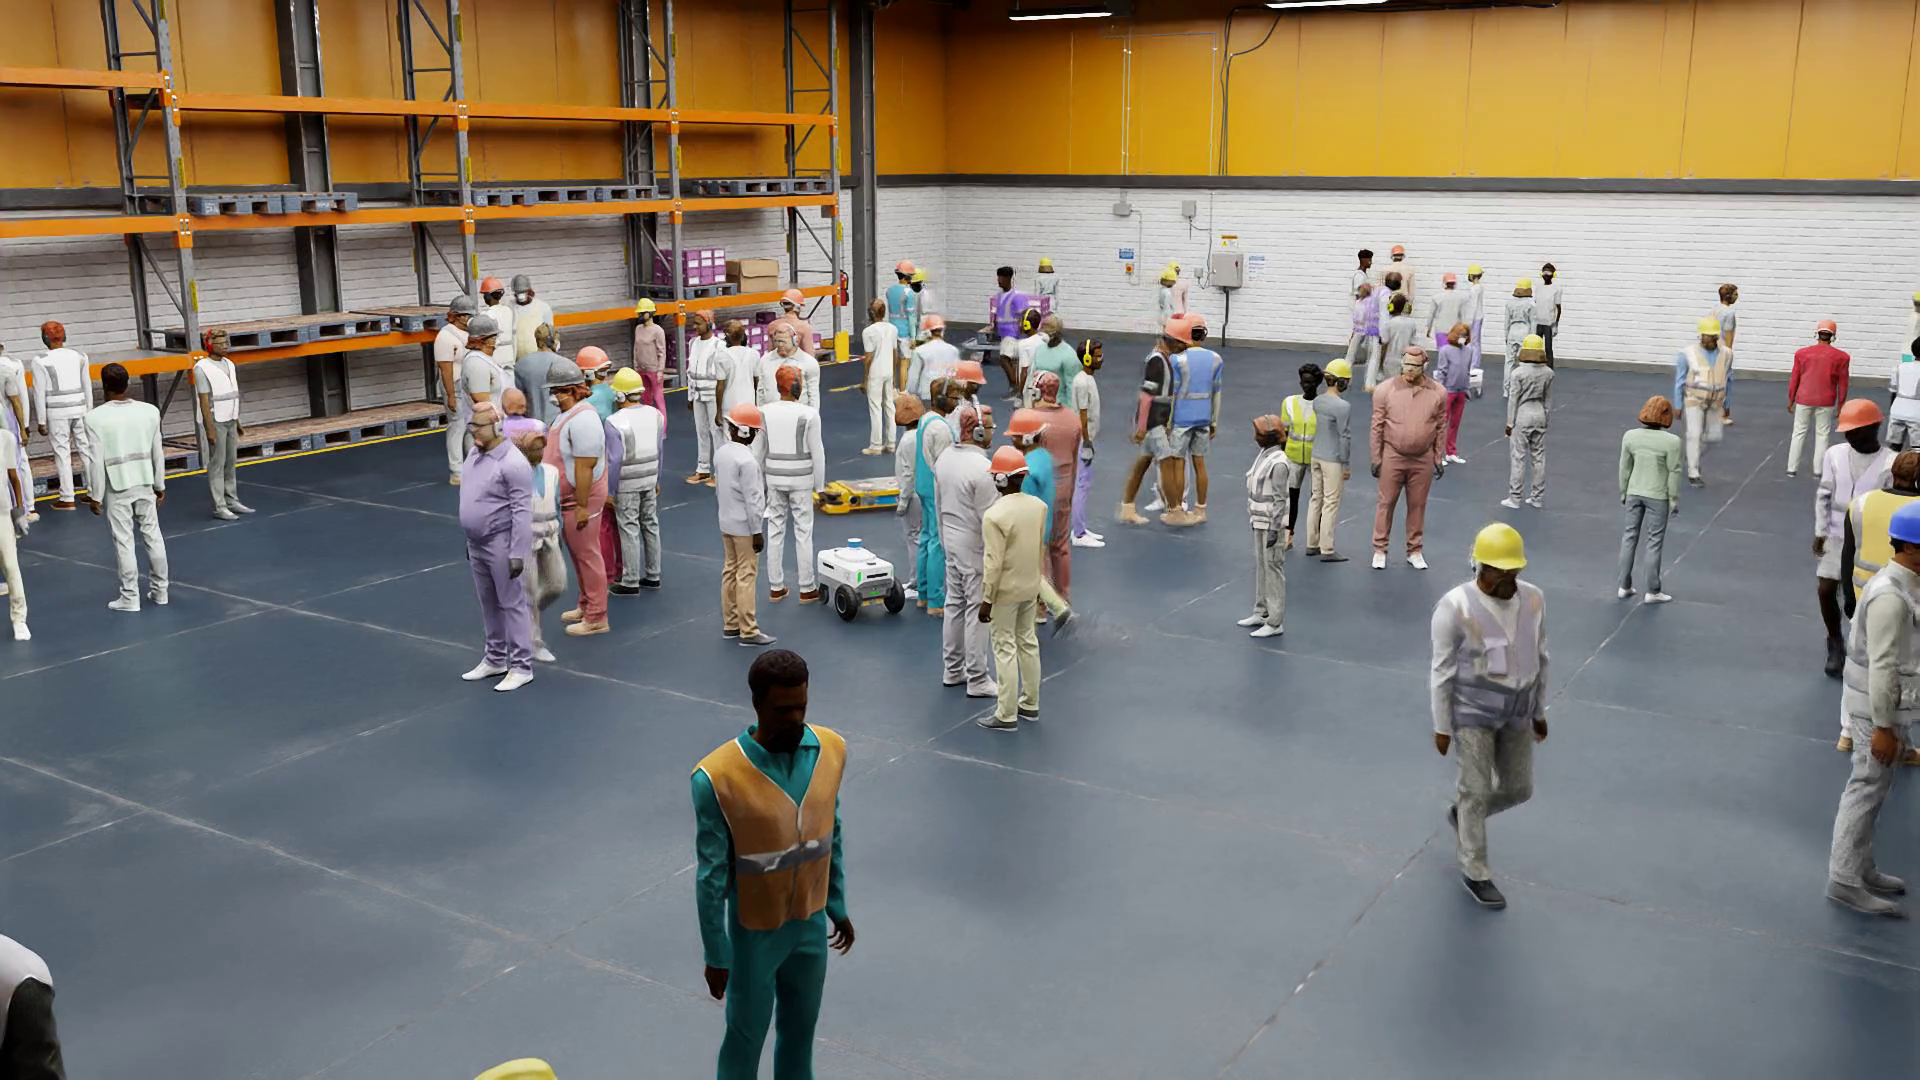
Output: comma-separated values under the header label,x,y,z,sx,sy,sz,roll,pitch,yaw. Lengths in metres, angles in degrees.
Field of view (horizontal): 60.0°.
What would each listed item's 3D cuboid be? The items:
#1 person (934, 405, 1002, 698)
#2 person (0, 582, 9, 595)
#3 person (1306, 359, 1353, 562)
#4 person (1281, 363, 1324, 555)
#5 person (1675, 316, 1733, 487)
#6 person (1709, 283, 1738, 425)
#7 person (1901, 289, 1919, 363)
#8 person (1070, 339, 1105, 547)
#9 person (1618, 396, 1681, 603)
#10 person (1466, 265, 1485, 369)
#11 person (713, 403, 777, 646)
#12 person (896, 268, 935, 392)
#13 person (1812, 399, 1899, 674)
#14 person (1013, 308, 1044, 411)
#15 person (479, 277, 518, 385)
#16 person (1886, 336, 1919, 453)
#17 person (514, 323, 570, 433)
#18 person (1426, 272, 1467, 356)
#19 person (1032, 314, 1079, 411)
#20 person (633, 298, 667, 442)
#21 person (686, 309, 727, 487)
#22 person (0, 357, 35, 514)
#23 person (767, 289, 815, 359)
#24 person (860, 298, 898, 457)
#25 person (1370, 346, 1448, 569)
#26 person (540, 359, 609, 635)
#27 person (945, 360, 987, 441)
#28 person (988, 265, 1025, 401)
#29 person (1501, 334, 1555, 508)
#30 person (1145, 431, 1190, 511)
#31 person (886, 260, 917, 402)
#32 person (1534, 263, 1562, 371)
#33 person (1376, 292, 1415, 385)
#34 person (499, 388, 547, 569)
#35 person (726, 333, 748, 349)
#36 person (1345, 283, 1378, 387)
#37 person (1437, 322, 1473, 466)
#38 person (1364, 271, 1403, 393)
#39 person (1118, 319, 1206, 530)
label,x,y,z,sx,sy,sz,roll,pitch,yaw
person,0.101,0.068,10.806,0.405,1.906,0.653,-8,15,-30
person,-7.919,-0.519,13.157,0.622,1.994,0.381,3,13,12
person,3.223,-0.690,14.423,0.339,1.761,0.524,-5,14,-19
person,3.065,-0.715,14.659,0.536,1.696,0.322,6,14,25
person,7.906,-1.485,17.736,0.609,1.813,0.523,0,13,-1
person,9.956,-2.433,21.785,0.351,1.846,0.505,-1,13,-4
person,12.648,-2.447,22.035,0.324,1.767,0.531,8,15,30
person,1.154,-0.875,14.978,0.329,1.872,0.509,1,13,3
person,5.426,-0.323,13.099,0.279,1.634,0.497,-10,16,-36
person,8.270,-3.549,26.818,0.337,1.761,0.526,7,15,27
person,-1.544,-0.115,11.951,0.337,1.743,0.563,-8,15,-31
person,-0.620,-3.014,24.206,0.906,1.879,0.595,-5,14,-20
person,6.027,-0.004,11.137,0.503,1.897,0.570,-10,16,-36
person,0.767,-1.571,18.000,0.328,1.871,0.510,10,16,37
person,-5.613,-2.158,20.160,0.394,2.042,0.611,6,14,24
person,9.729,-1.249,17.001,0.321,1.684,0.542,-5,14,-20
person,-3.876,-1.081,15.726,0.634,1.936,0.367,4,13,15
person,7.528,-3.261,25.669,0.551,1.715,0.826,-1,13,-5
person,0.932,-1.288,16.622,0.356,1.938,0.634,-9,16,-33
person,-3.820,-2.077,20.416,0.525,1.769,0.308,10,16,37
person,-2.698,-1.513,17.715,0.575,1.883,0.355,10,16,38
person,-9.161,-1.084,15.857,0.355,1.882,0.572,10,16,36
person,-1.906,-1.872,19.047,0.608,1.986,0.388,6,14,25
person,-0.953,-1.898,19.470,0.346,1.846,0.506,13,18,43
person,3.799,-0.689,14.097,0.642,1.905,0.399,1,13,2
person,-2.866,-0.333,12.251,0.535,2.000,0.686,-5,14,-22
person,0.059,-0.718,14.585,0.393,1.730,0.593,6,14,24
person,0.669,-2.957,23.851,0.524,1.944,0.620,-6,14,-23
person,5.672,-1.184,16.619,0.480,1.734,0.333,-4,14,-18
person,2.095,-1.186,16.325,0.521,1.872,0.328,9,16,35
person,-0.791,-2.935,23.569,0.424,2.035,0.601,-10,16,-38
person,8.951,-3.300,25.493,0.328,1.873,0.515,-9,16,-34
person,5.241,-2.044,20.060,0.573,1.860,0.395,-7,15,-28
person,-3.621,-0.442,13.659,0.529,1.616,0.583,-4,14,-18
person,-2.326,-1.392,17.597,0.317,1.695,0.540,0,13,2
person,6.049,-3.090,25.186,0.881,1.586,0.527,-7,15,-27
person,5.629,-1.667,18.929,0.502,1.632,0.294,-7,15,-28
person,6.346,-3.053,24.541,0.712,1.807,0.752,2,13,9
person,1.948,-1.083,15.655,0.956,1.969,0.679,3,13,14
